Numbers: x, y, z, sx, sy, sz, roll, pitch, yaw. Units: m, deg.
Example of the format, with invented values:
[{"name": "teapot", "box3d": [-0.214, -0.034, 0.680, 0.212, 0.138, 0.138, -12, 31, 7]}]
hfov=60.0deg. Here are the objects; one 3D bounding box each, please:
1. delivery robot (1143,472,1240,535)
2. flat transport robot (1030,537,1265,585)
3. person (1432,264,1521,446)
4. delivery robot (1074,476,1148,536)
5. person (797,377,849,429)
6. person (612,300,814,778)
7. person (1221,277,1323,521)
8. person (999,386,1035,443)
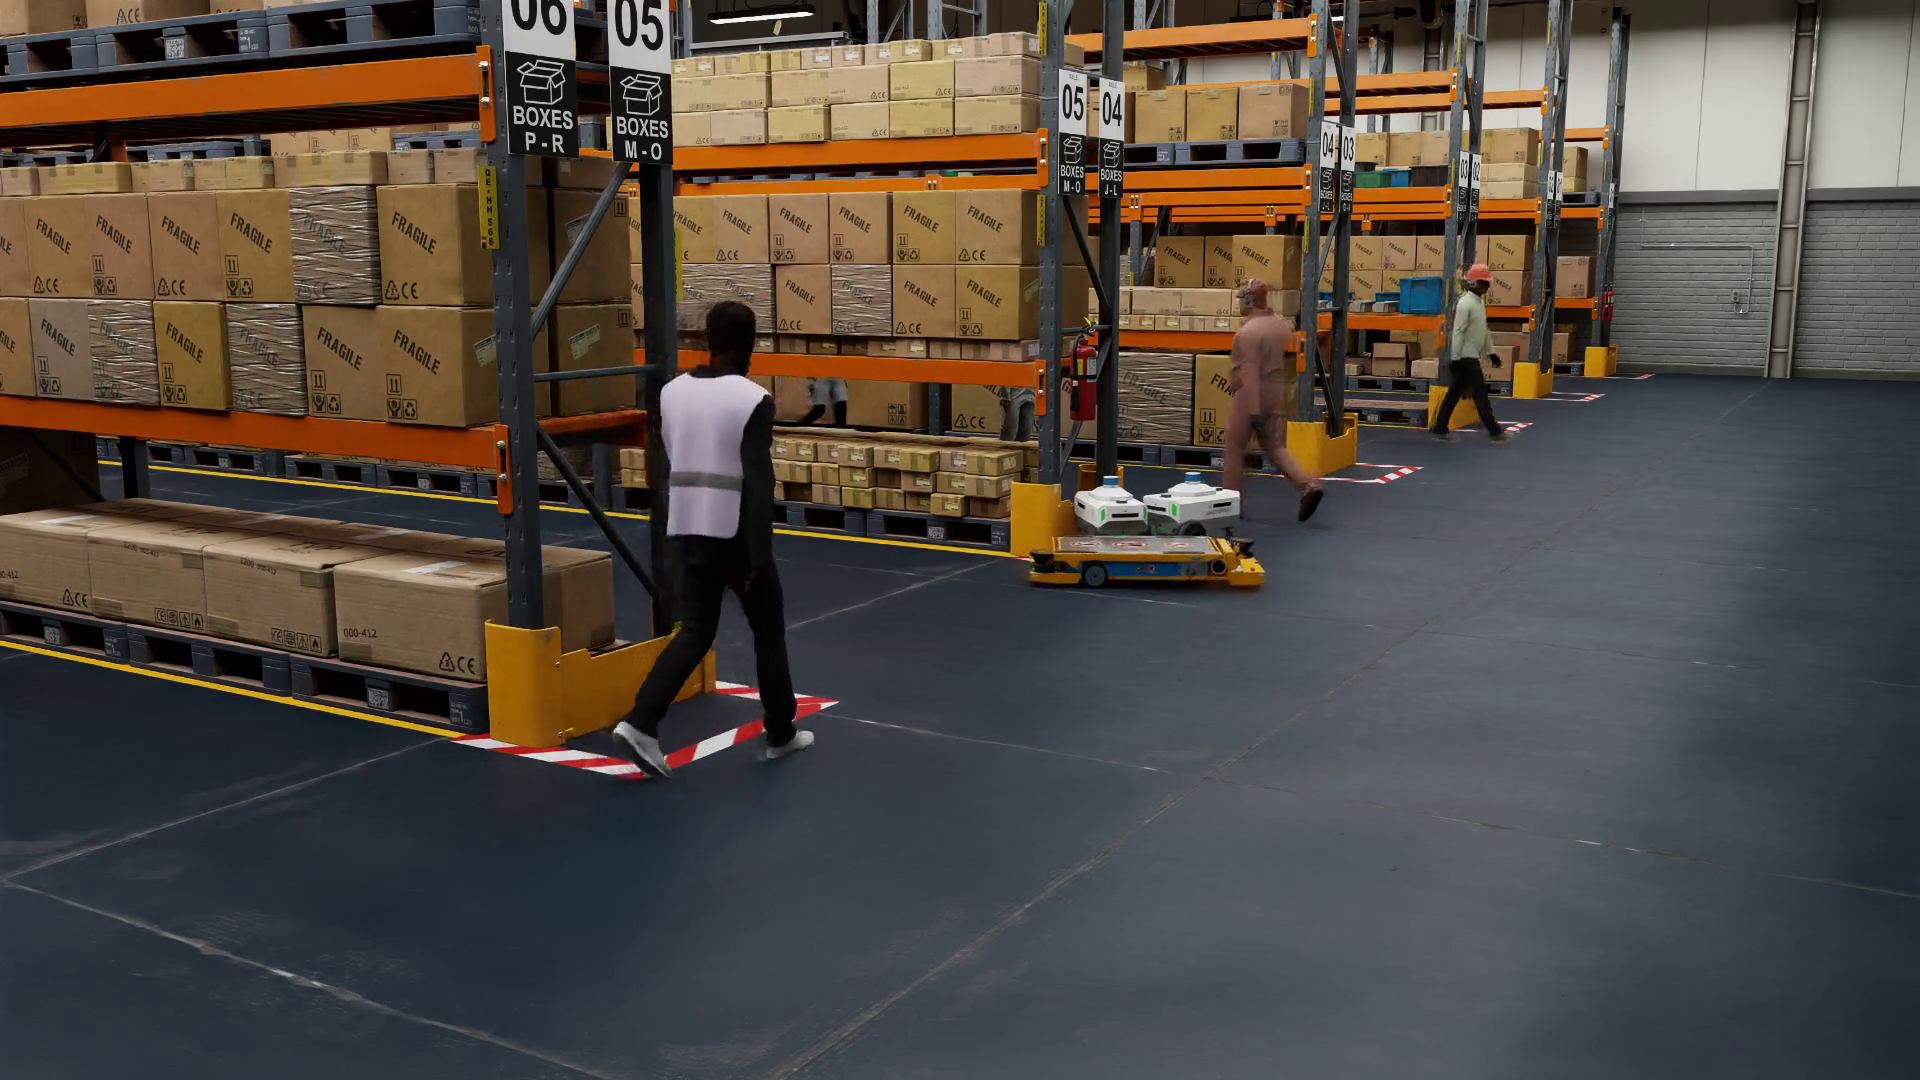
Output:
[{"name": "delivery robot", "box3d": [1.580, -0.218, 11.332, 0.707, 0.478, 0.477, -8, 13, -39]}, {"name": "flat transport robot", "box3d": [1.156, 0.121, 10.451, 1.431, 0.197, 0.652, 0, 10, 2]}, {"name": "person", "box3d": [5.582, -1.987, 17.901, 0.995, 1.938, 0.612, 5, 11, 27]}, {"name": "delivery robot", "box3d": [1.006, -0.188, 11.156, 0.477, 0.478, 0.707, -2, 10, -11]}, {"name": "person", "box3d": [-1.358, -1.635, 16.620, 0.692, 1.678, 0.547, 8, 12, 37]}, {"name": "person", "box3d": [-0.997, -0.003, 6.547, 0.604, 1.868, 0.845, 6, 11, 32]}, {"name": "person", "box3d": [2.315, -1.061, 12.690, 0.877, 1.880, 0.645, 8, 12, 37]}, {"name": "person", "box3d": [0.517, -1.224, 14.024, 0.321, 1.740, 0.491, 8, 12, 38]}]
